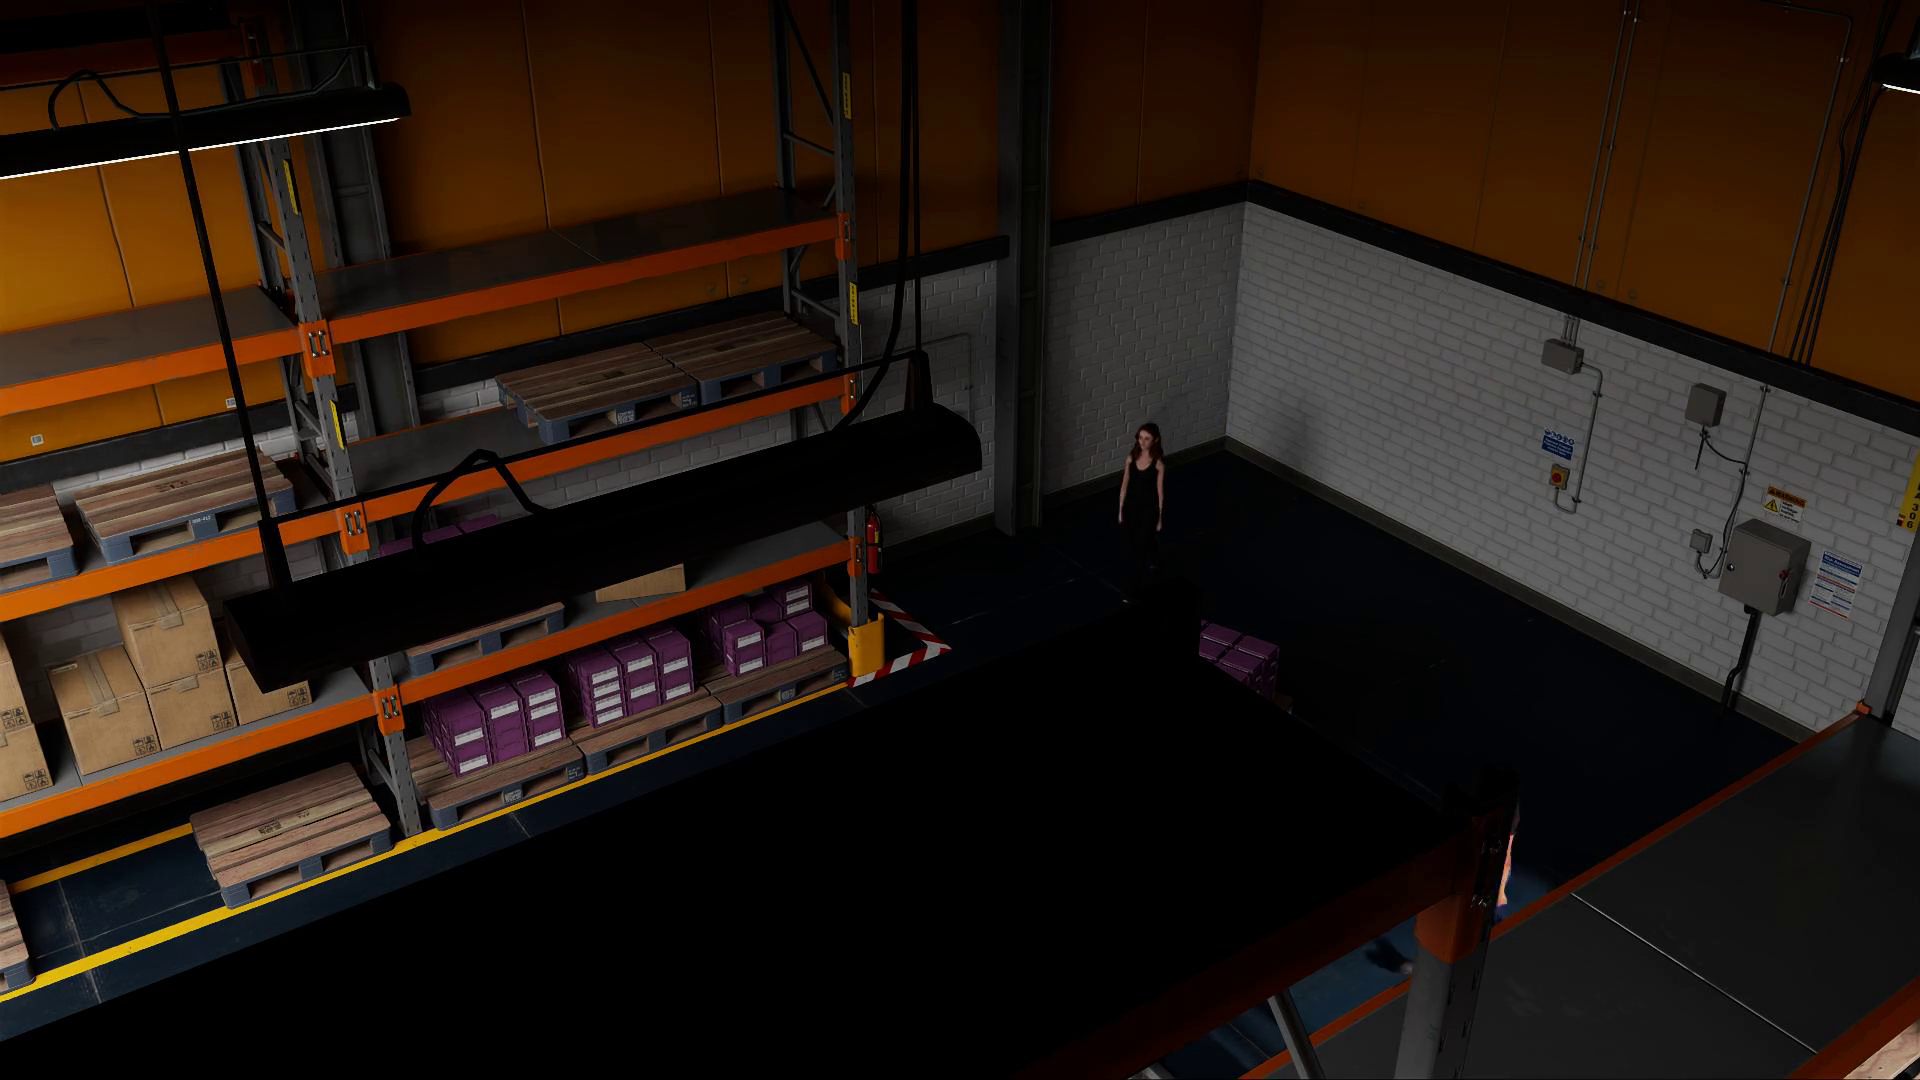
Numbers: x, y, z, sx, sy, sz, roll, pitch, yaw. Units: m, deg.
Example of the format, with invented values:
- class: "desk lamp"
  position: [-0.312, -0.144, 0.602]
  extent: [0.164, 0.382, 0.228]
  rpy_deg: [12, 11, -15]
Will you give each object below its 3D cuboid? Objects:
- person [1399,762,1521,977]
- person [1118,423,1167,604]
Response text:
- class: "person"
  position: [3.538, 2.176, 10.856]
  extent: [1.038, 1.713, 0.932]
  rpy_deg: [3, 29, 5]
- class: "person"
  position: [1.727, -0.309, 15.397]
  extent: [0.872, 1.726, 1.122]
  rpy_deg: [15, 32, 26]
